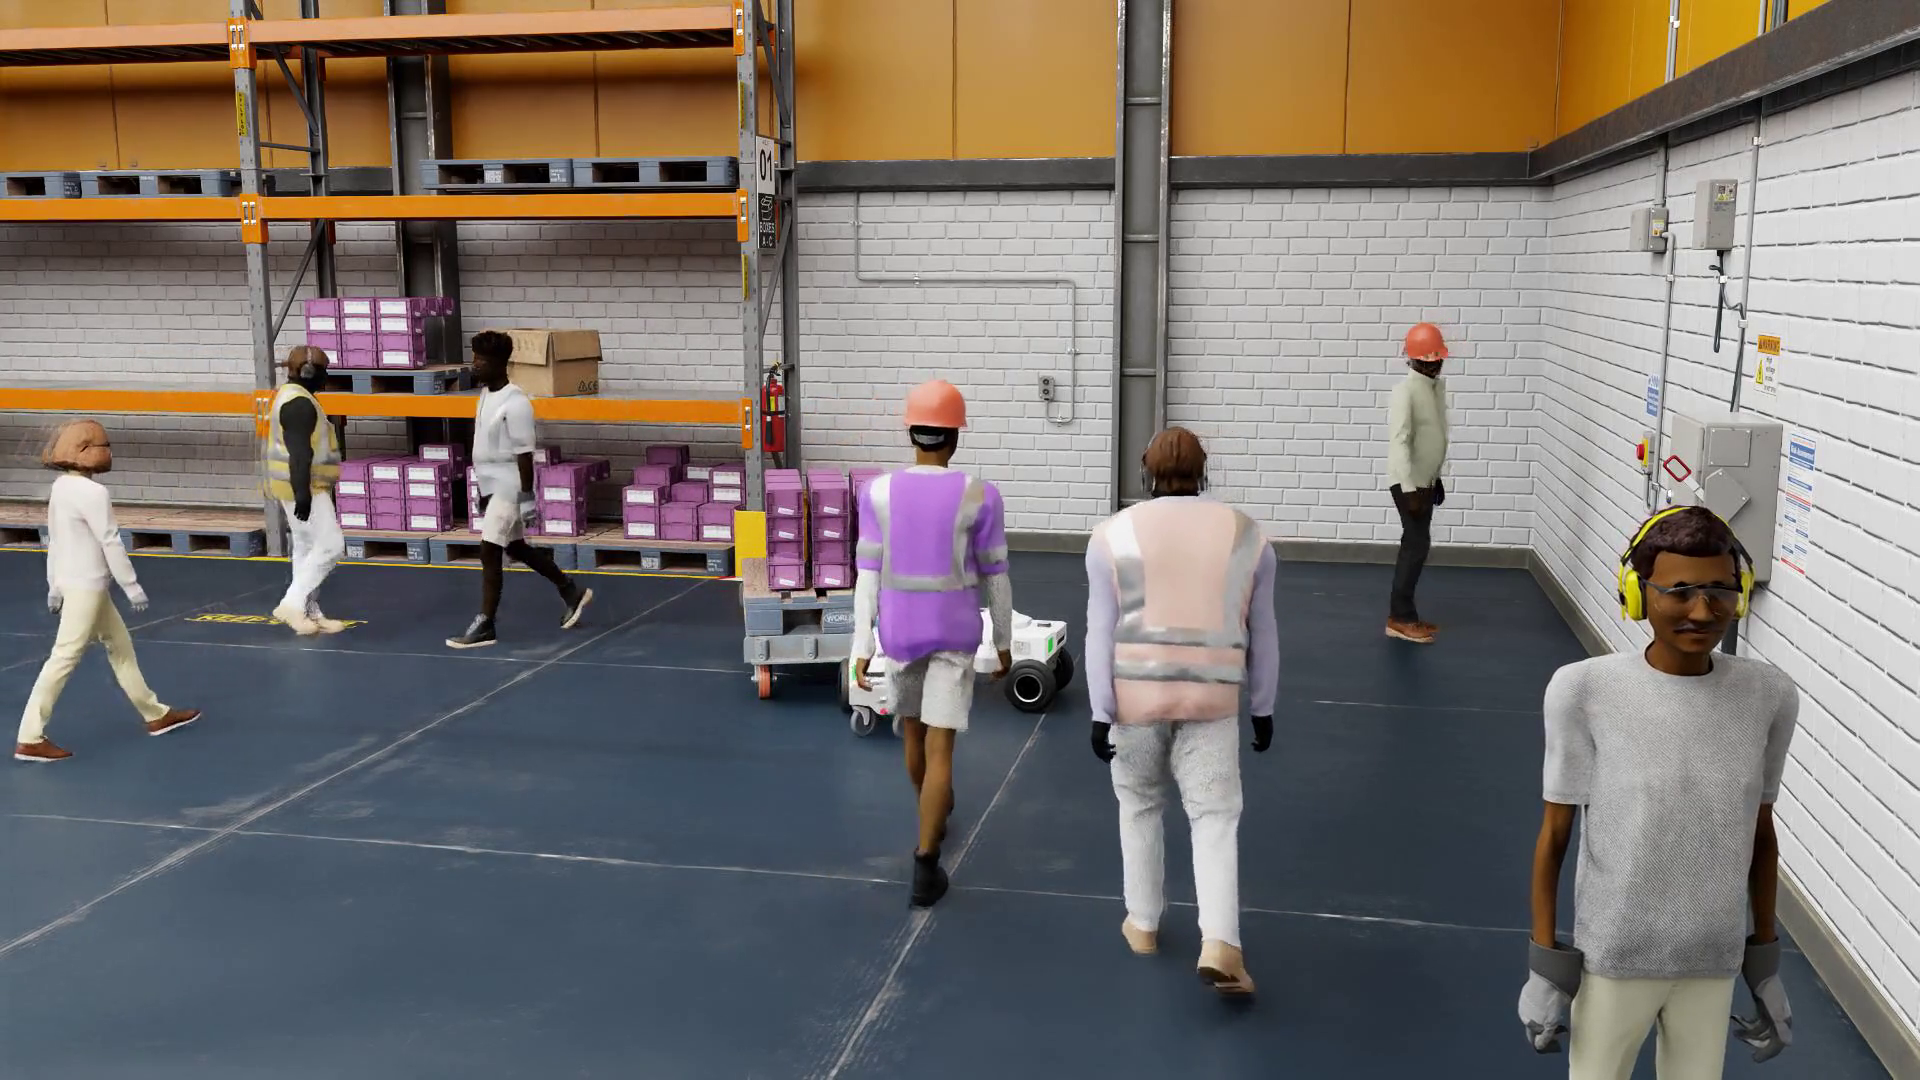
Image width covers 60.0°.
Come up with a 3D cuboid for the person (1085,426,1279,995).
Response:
[{"bbox_3d":[0.722,0.548,5.358,0.643,1.806,0.755,0,9,0],"label":"person"}]

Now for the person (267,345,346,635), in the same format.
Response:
[{"bbox_3d":[-4.068,-0.298,10.365,0.436,1.823,0.655,-4,10,-22],"label":"person"}]

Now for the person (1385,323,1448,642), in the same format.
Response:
[{"bbox_3d":[2.826,-0.350,10.318,0.363,1.954,0.667,6,11,32],"label":"person"}]

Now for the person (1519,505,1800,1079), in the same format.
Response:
[{"bbox_3d":[1.387,0.853,3.296,0.537,1.864,0.310,0,9,-1],"label":"person"}]

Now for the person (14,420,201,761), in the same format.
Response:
[{"bbox_3d":[-4.117,0.228,7.892,0.873,1.586,0.497,-9,13,-42],"label":"person"}]

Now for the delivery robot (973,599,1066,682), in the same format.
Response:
[{"bbox_3d":[0.194,0.539,8.846,0.707,0.478,0.477,3,10,16],"label":"delivery robot"}]

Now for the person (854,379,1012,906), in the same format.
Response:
[{"bbox_3d":[-0.081,0.343,6.307,0.568,1.882,0.987,2,10,12],"label":"person"}]

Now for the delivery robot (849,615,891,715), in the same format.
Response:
[{"bbox_3d":[-0.374,0.621,8.353,0.477,0.478,0.707,0,9,-1],"label":"delivery robot"}]

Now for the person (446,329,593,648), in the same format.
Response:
[{"bbox_3d":[-2.716,-0.331,10.226,0.902,1.941,0.612,-6,11,-31],"label":"person"}]
